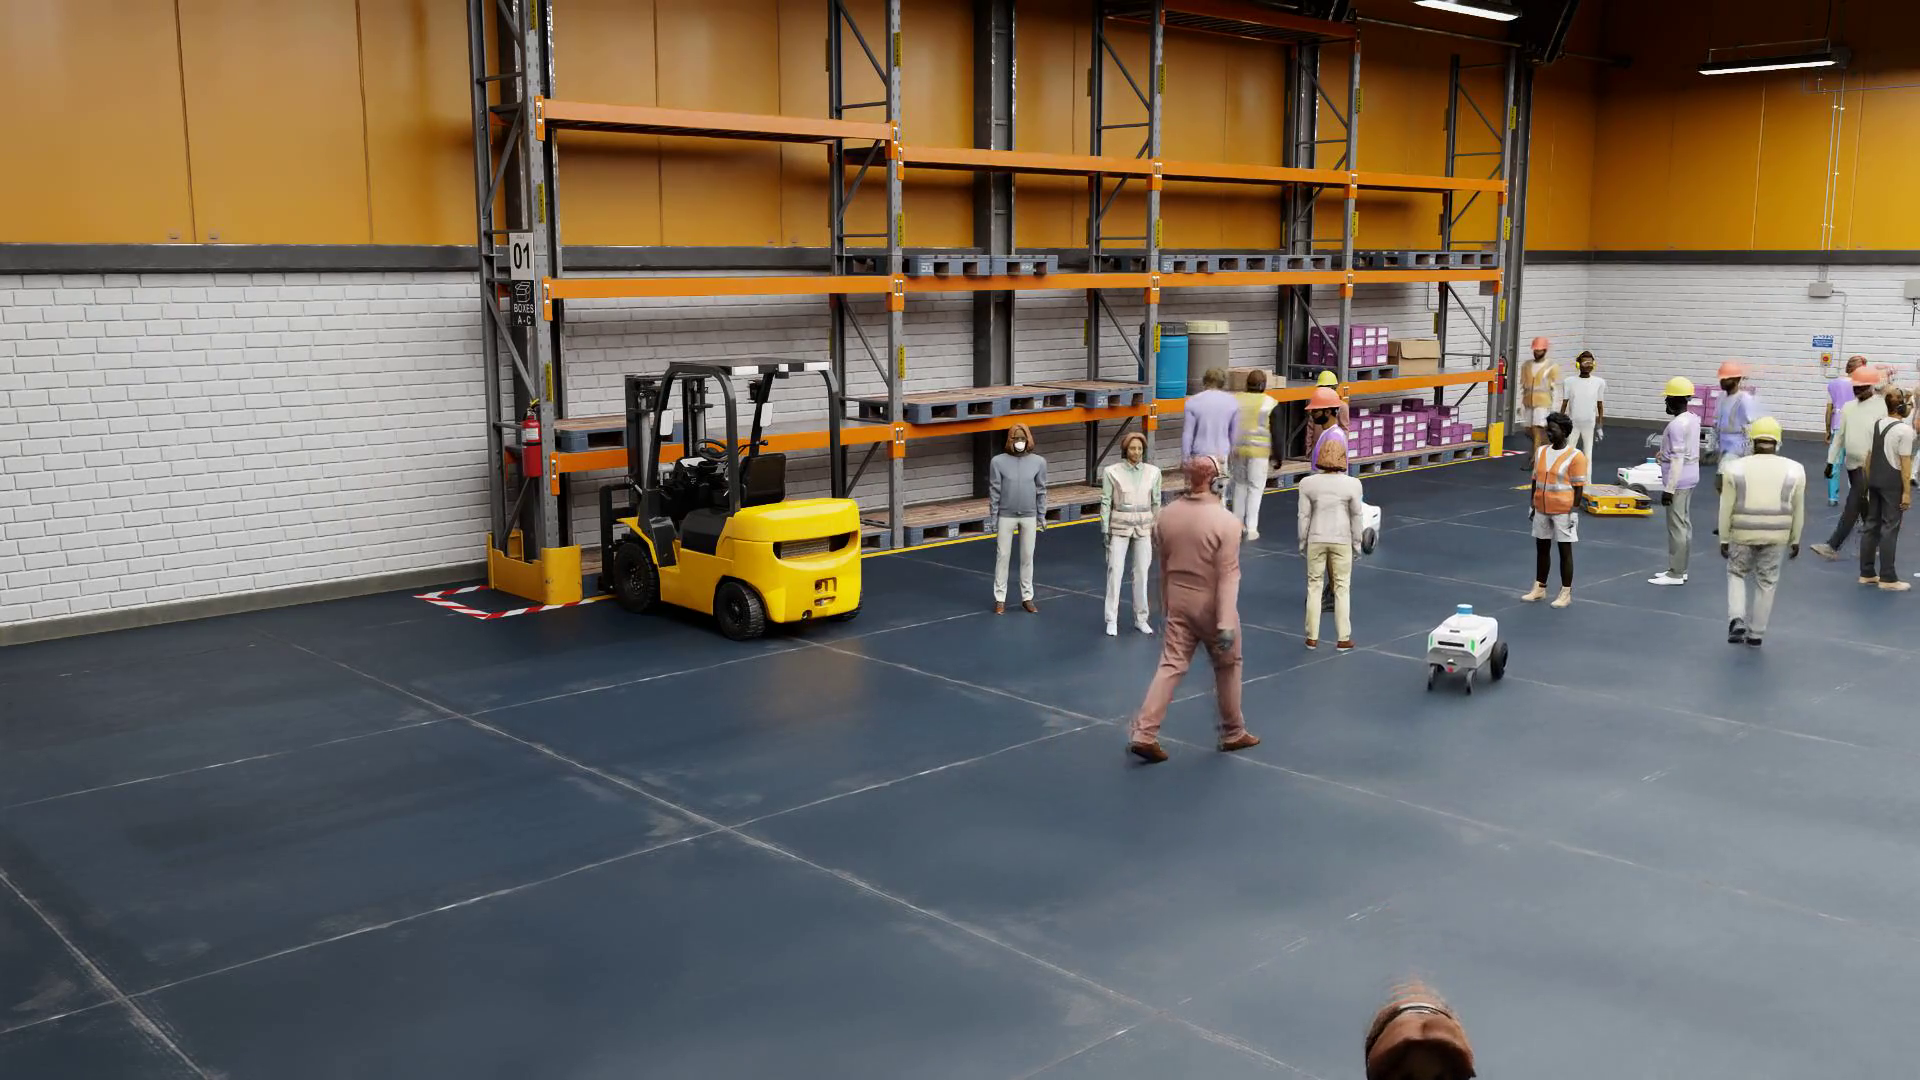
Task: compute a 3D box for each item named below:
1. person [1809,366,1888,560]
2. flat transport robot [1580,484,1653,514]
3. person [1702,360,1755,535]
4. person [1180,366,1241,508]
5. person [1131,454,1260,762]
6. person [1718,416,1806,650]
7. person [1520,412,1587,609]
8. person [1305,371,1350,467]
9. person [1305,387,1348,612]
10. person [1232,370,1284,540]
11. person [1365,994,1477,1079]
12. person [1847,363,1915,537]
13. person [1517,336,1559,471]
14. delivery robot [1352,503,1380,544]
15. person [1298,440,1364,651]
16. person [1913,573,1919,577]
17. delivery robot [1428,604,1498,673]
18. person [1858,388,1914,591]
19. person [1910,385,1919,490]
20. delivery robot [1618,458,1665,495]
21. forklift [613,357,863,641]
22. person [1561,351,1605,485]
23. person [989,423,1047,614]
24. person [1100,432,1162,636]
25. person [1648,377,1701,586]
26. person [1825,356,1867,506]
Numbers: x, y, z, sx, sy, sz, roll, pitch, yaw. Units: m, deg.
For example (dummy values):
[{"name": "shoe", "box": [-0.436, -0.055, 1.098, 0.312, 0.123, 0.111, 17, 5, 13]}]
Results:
[{"name": "person", "box": [8.939, -0.765, 16.643, 1.011, 1.937, 0.664, -2, 10, -14]}, {"name": "flat transport robot", "box": [7.754, -0.504, 20.005, 0.652, 0.197, 1.431, 0, 10, 3]}, {"name": "person", "box": [8.336, -0.981, 17.993, 0.510, 1.919, 0.547, -1, 10, -3]}, {"name": "person", "box": [2.647, -0.891, 17.568, 0.645, 1.894, 0.967, -1, 10, -3]}, {"name": "person", "box": [1.416, 0.411, 10.009, 0.969, 1.867, 0.657, -8, 13, -40]}, {"name": "person", "box": [6.149, -0.044, 12.783, 0.598, 1.817, 0.429, 4, 10, 22]}, {"name": "person", "box": [5.153, -0.261, 14.416, 0.317, 1.696, 0.539, -6, 11, -32]}, {"name": "person", "box": [4.077, -1.002, 18.549, 0.317, 1.767, 0.534, -9, 13, -42]}, {"name": "person", "box": [3.123, -0.343, 14.234, 0.389, 1.930, 0.539, 1, 10, 6]}, {"name": "person", "box": [3.145, -0.922, 17.937, 0.695, 1.818, 0.584, 5, 11, 28]}, {"name": "person", "box": [0.917, 1.665, 3.401, 0.523, 1.605, 0.813, 1, 10, 4]}, {"name": "person", "box": [9.871, -0.951, 17.873, 0.432, 1.894, 0.654, -5, 11, -27]}, {"name": "person", "box": [8.231, -1.950, 23.644, 0.722, 1.922, 0.555, -9, 13, -41]}, {"name": "delivery robot", "box": [4.101, -0.217, 17.220, 0.477, 0.478, 0.707, 6, 11, 29]}, {"name": "person", "box": [2.852, 0.040, 12.829, 0.498, 1.634, 0.278, 4, 10, 21]}, {"name": "person", "box": [9.178, -0.530, 15.413, 0.415, 1.898, 0.606, 1, 10, 8]}, {"name": "delivery robot", "box": [3.583, 0.702, 11.839, 0.477, 0.478, 0.707, 6, 11, 30]}, {"name": "person", "box": [8.465, -0.462, 15.155, 0.351, 1.846, 0.506, -2, 10, -9]}, {"name": "person", "box": [12.598, -1.451, 21.590, 0.388, 1.630, 0.519, -5, 11, -26]}, {"name": "delivery robot", "box": [8.479, -0.764, 20.424, 0.707, 0.478, 0.477, 1, 10, 3]}, {"name": "forklift", "box": [-1.847, -0.414, 13.852, 1.214, 2.155, 2.313, -9, 13, -42]}, {"name": "person", "box": [7.663, -1.393, 20.515, 0.531, 1.876, 0.317, 3, 10, 18]}, {"name": "person", "box": [0.491, -0.183, 14.139, 0.498, 1.634, 0.280, -1, 10, -8]}, {"name": "person", "box": [1.368, -0.052, 13.350, 0.511, 1.643, 0.308, -2, 10, -11]}, {"name": "person", "box": [6.608, -0.537, 15.354, 0.379, 1.928, 0.585, 7, 12, 36]}, {"name": "person", "box": [10.731, -1.299, 20.077, 0.393, 1.837, 0.563, -8, 13, -40]}]
